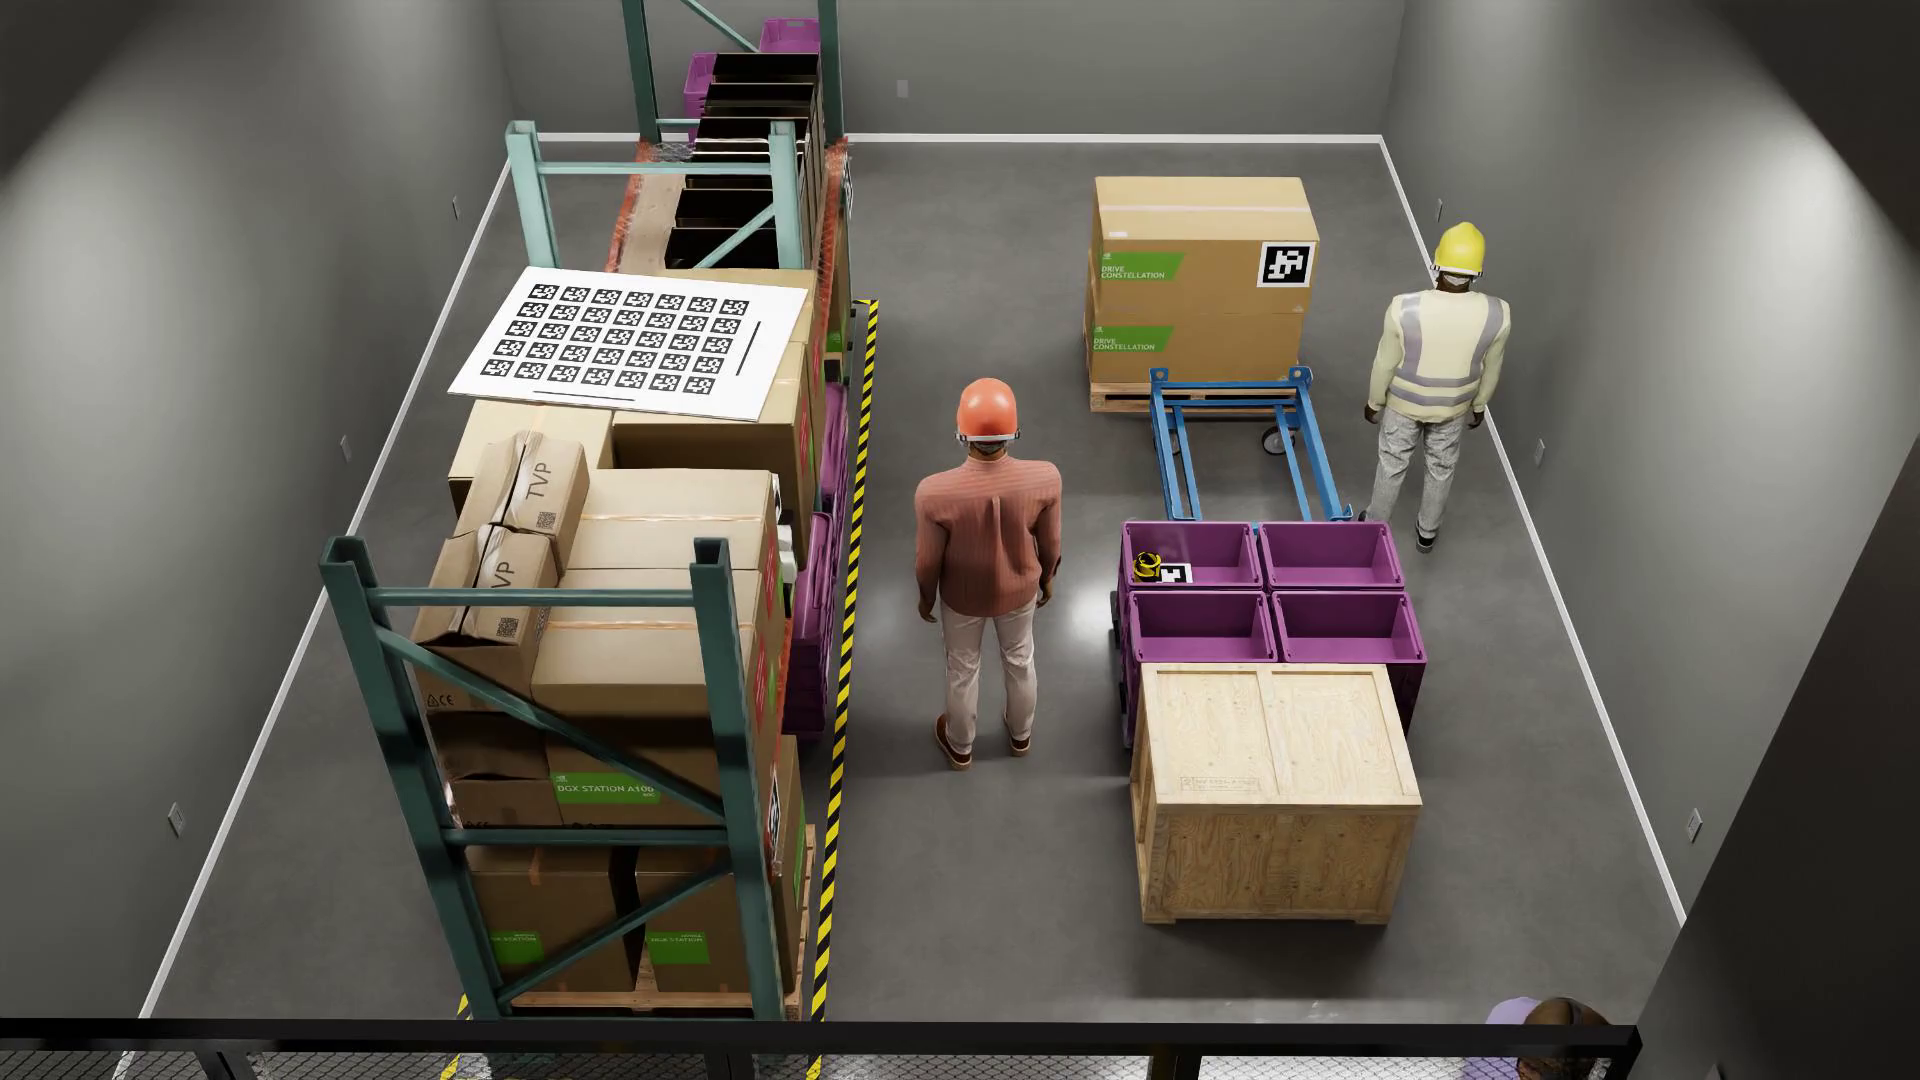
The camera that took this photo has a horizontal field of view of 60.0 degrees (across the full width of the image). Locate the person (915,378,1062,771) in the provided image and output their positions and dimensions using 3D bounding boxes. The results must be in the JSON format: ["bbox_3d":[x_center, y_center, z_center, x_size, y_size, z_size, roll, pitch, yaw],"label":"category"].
[{"bbox_3d":[0.112,0.175,6.872,0.612,1.995,0.376,-10,42,-11],"label":"person"}]

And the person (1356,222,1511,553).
[{"bbox_3d":[2.250,-0.698,7.988,0.600,1.832,0.404,2,41,2],"label":"person"}]

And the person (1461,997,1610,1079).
[{"bbox_3d":[1.544,1.938,4.905,0.360,1.937,0.633,11,43,13],"label":"person"}]
